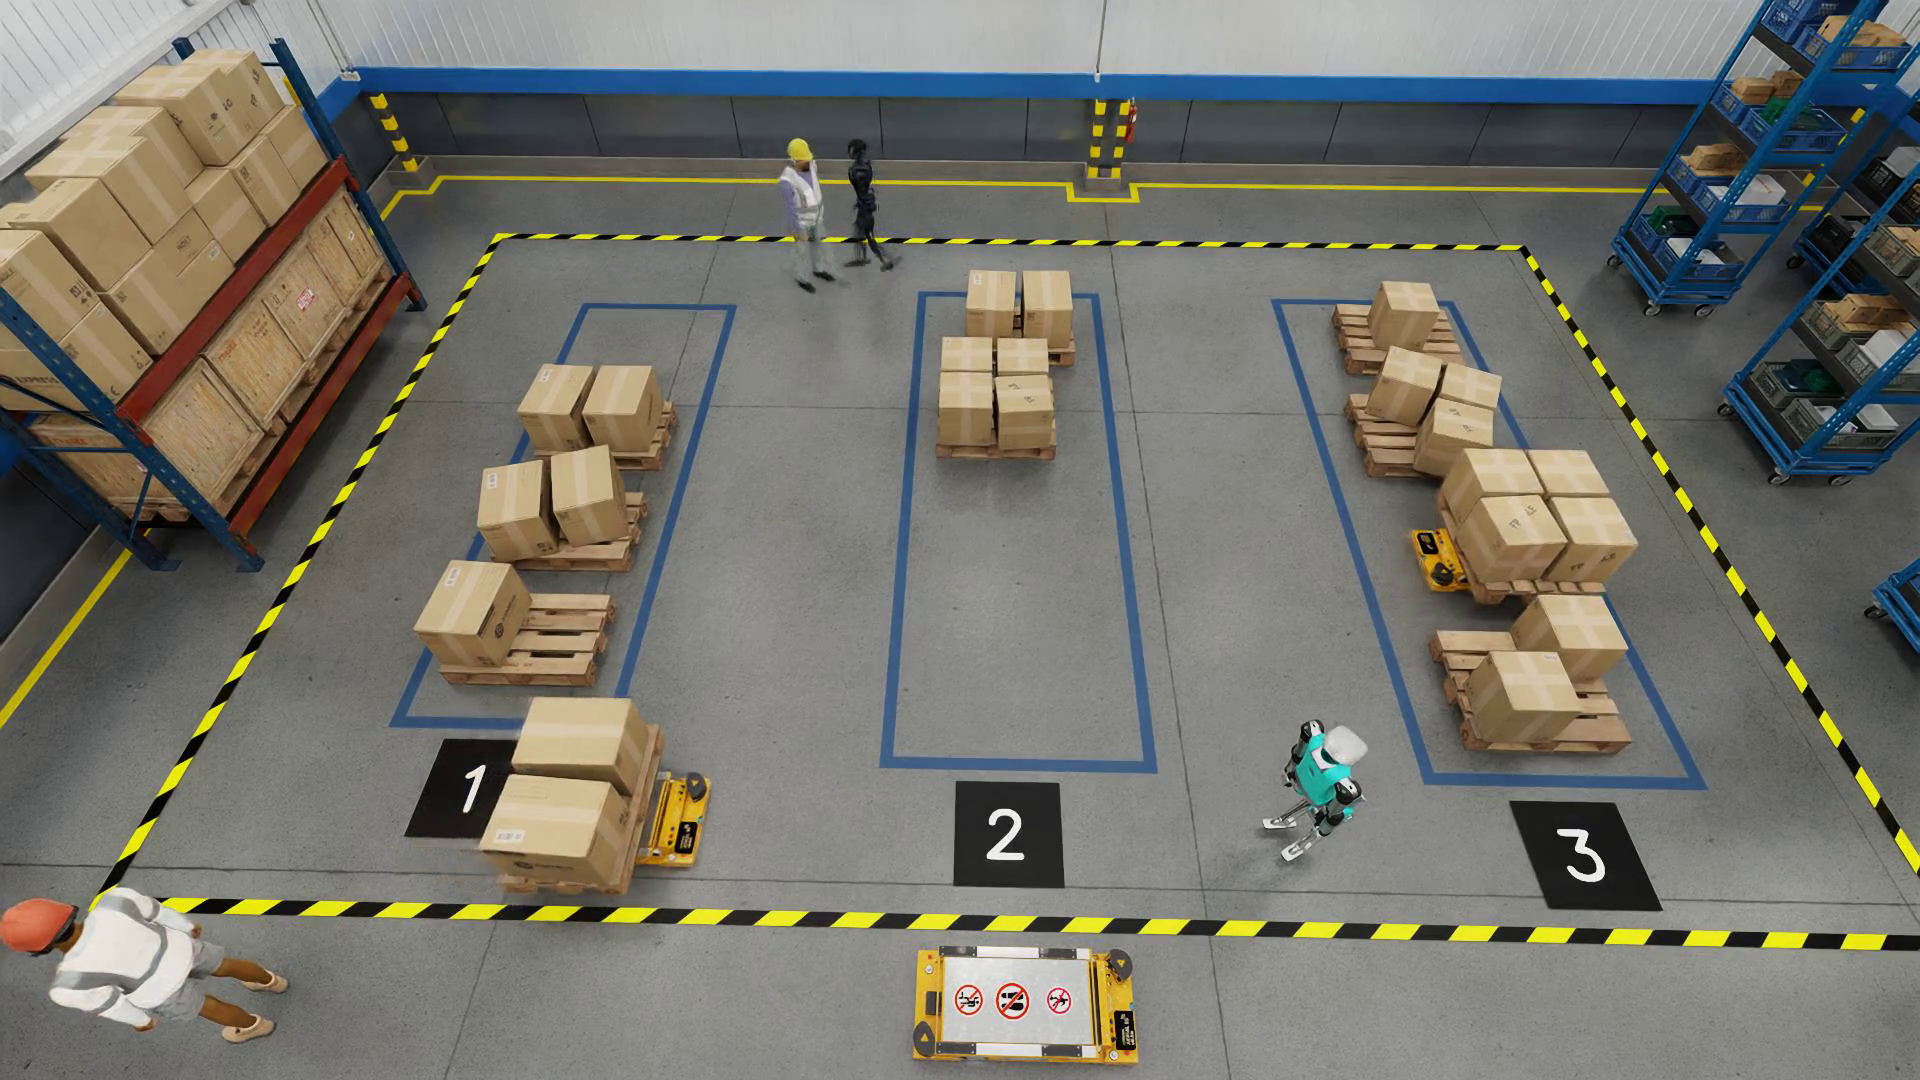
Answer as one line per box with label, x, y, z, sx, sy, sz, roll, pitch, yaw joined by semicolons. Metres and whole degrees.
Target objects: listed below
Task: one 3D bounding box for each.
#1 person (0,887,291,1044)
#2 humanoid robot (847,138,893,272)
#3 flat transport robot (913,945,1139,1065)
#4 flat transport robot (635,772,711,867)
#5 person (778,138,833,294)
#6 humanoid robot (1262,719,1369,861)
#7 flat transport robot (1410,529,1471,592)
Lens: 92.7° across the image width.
person;-4.654;2.495;5.308;0.375;2.045;0.604;-1;51;-1
humanoid robot;-1.106;-3.912;10.777;0.375;1.675;0.601;-6;51;-5
flat transport robot;0.422;3.041;6.007;1.431;0.231;0.659;1;51;1
flat transport robot;-2.635;2.052;6.795;1.431;0.197;0.652;1;51;1
person;-1.756;-3.717;10.506;0.404;1.829;0.599;26;55;19
humanoid robot;2.495;1.655;6.101;0.735;1.678;0.533;-13;52;-10
flat transport robot;4.941;0.159;8.338;1.431;0.197;0.652;1;51;1
